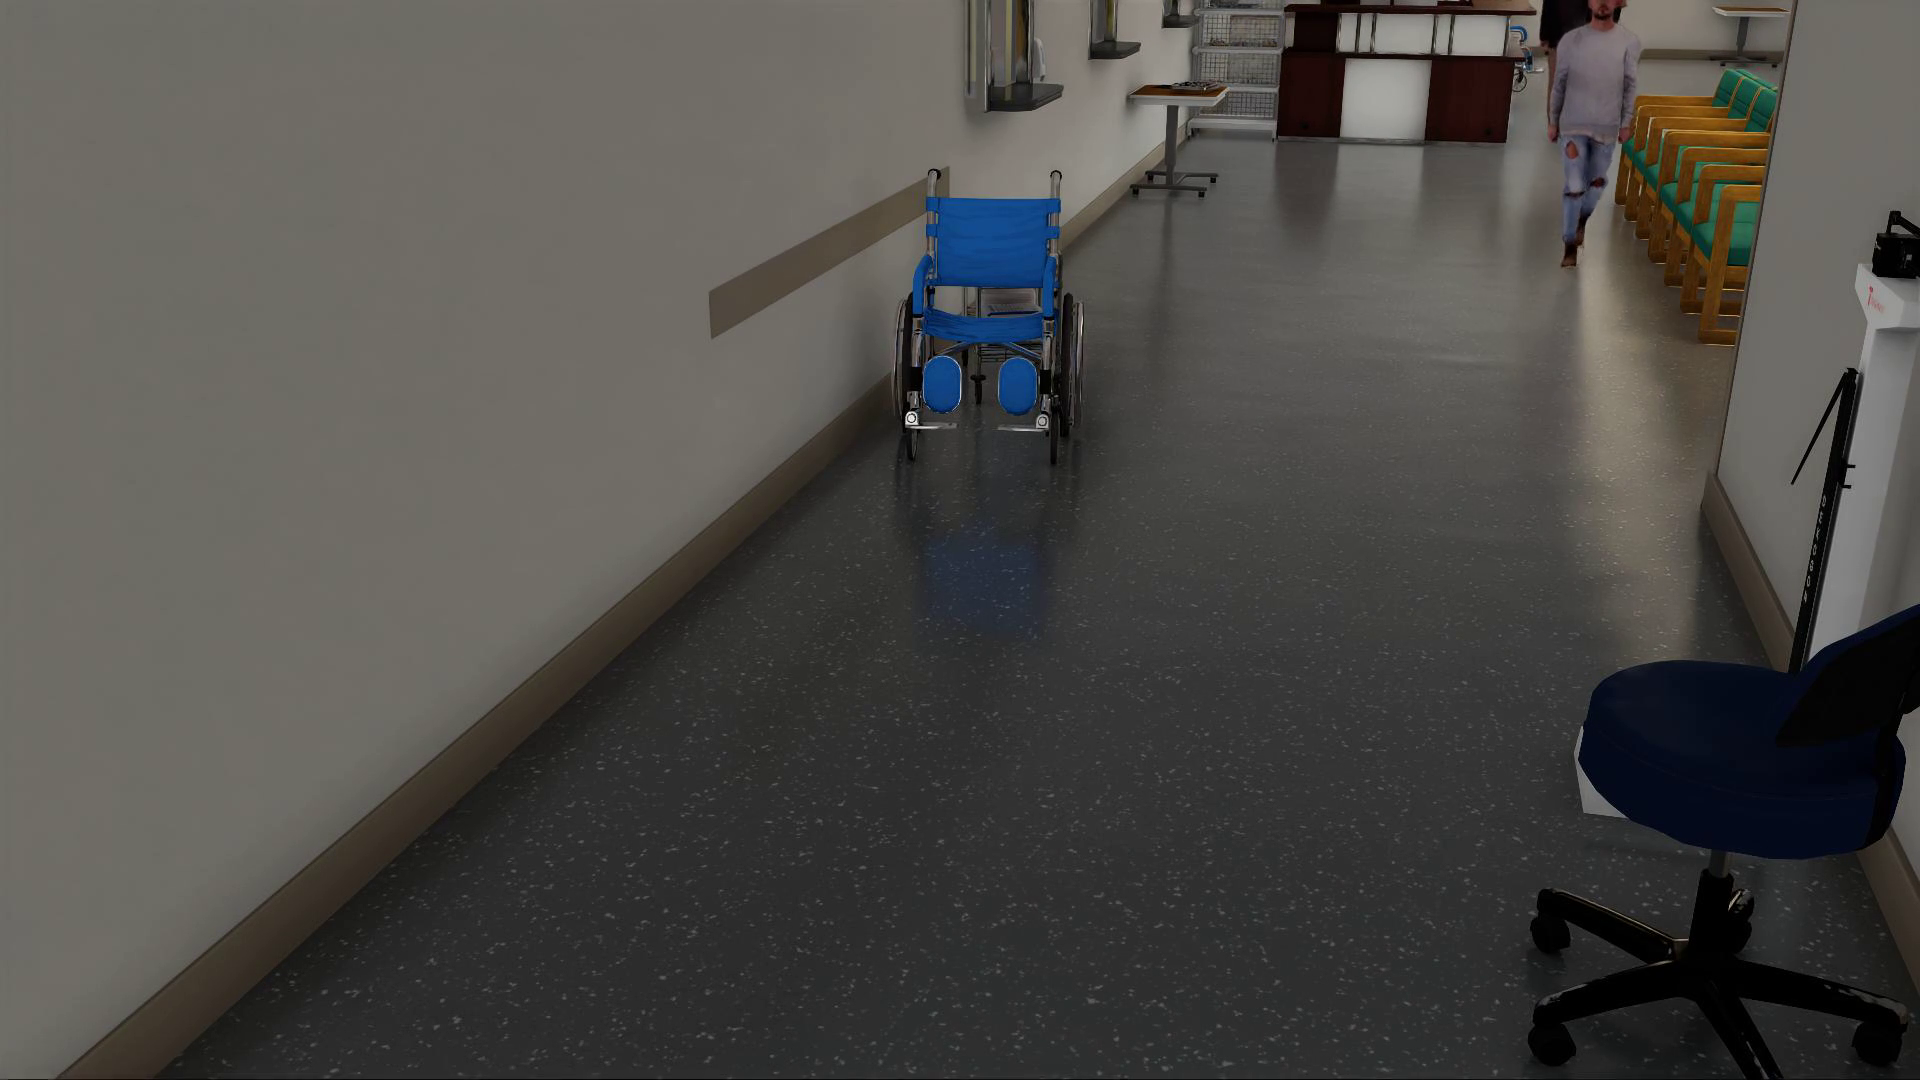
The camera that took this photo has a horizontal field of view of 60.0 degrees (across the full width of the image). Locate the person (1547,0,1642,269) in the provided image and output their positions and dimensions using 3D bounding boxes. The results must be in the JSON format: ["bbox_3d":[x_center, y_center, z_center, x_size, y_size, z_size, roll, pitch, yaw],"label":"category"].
[{"bbox_3d":[4.142,-2.735,10.954,1.003,1.814,0.729,6,21,14],"label":"person"}]

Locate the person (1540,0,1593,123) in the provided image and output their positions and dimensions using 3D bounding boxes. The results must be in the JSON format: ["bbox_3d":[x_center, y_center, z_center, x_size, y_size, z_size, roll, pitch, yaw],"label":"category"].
[{"bbox_3d":[6.351,-5.220,17.380,0.993,1.909,0.850,8,22,20],"label":"person"}]
